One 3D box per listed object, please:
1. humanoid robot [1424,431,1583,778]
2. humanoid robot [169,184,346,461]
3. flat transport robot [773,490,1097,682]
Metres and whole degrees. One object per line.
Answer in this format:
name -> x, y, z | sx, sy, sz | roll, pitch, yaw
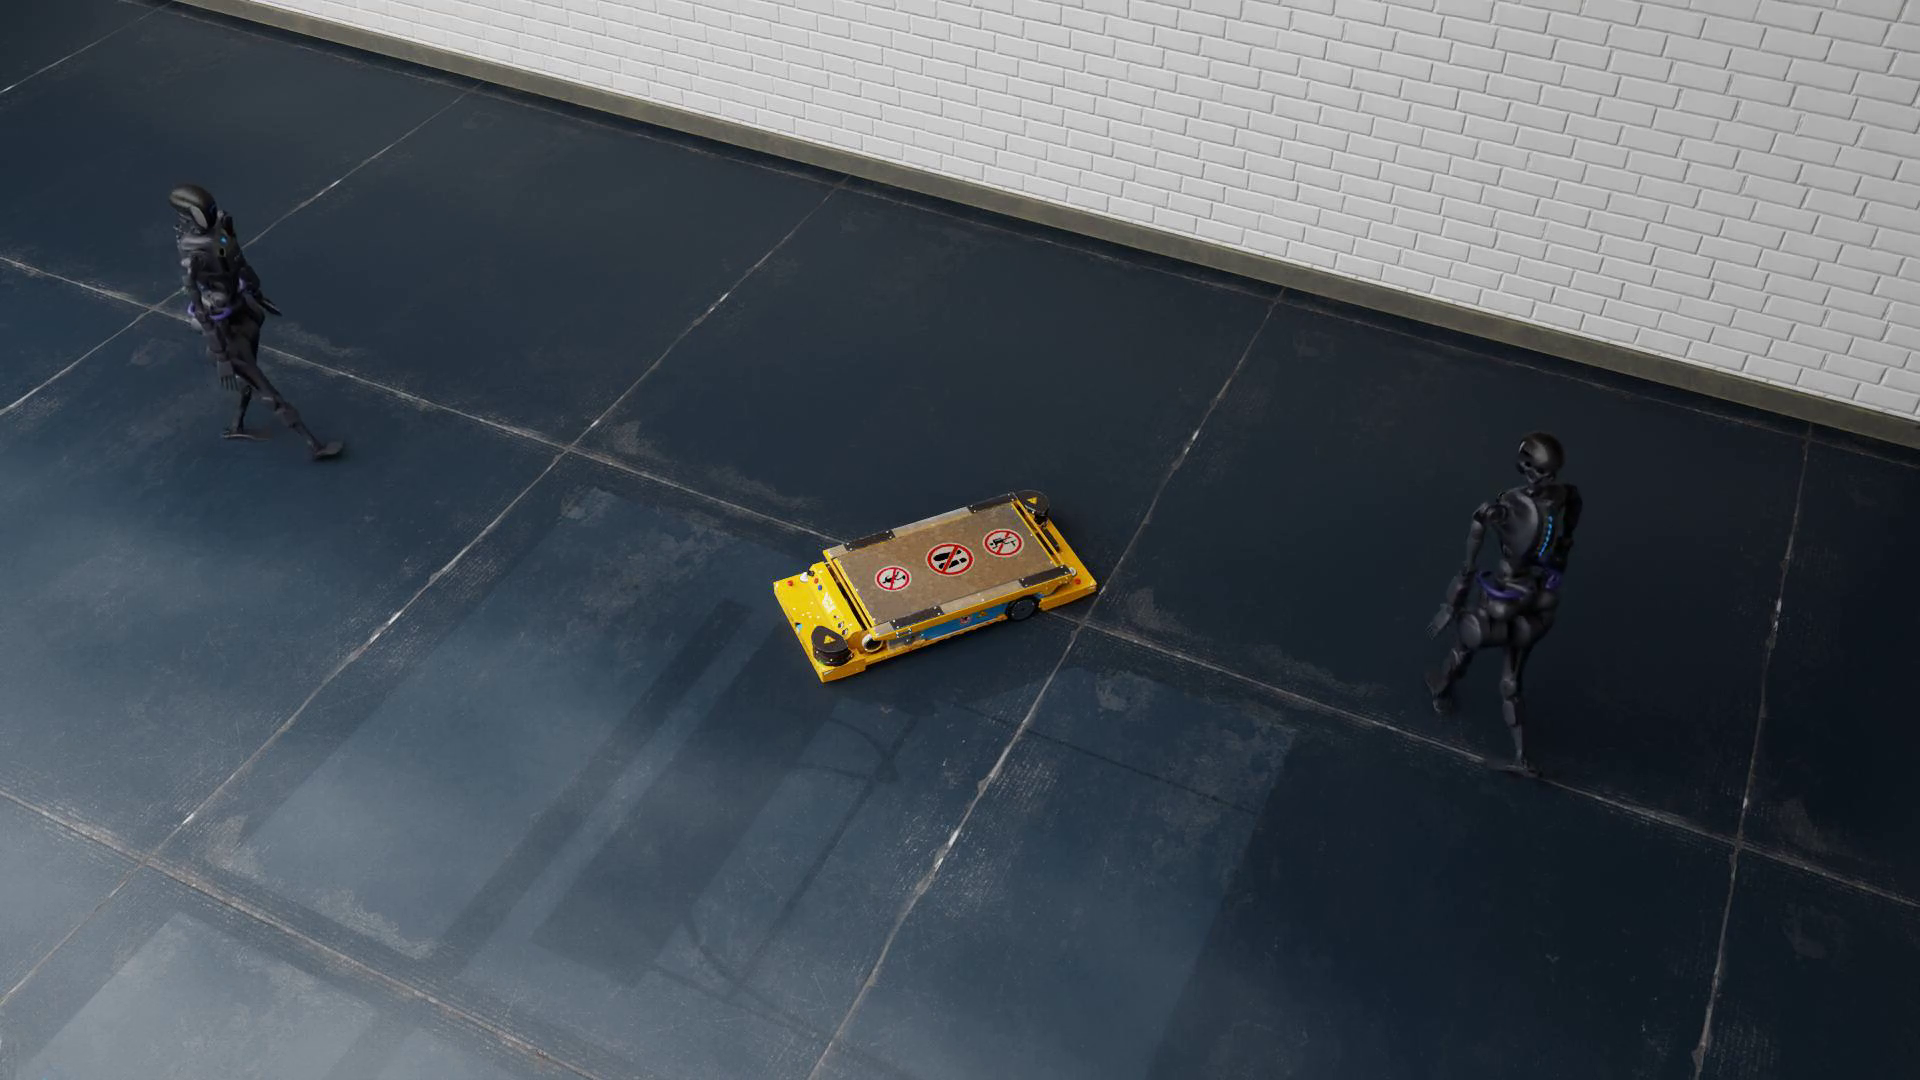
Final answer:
humanoid robot -> 2.293, 0.282, 6.952 | 0.595, 1.623, 0.754 | -13, 44, -14
humanoid robot -> -3.617, -1.109, 8.442 | 0.762, 1.629, 0.610 | 2, 43, 2
flat transport robot -> -0.120, 0.201, 8.038 | 1.431, 0.231, 0.659 | -17, 46, -18
